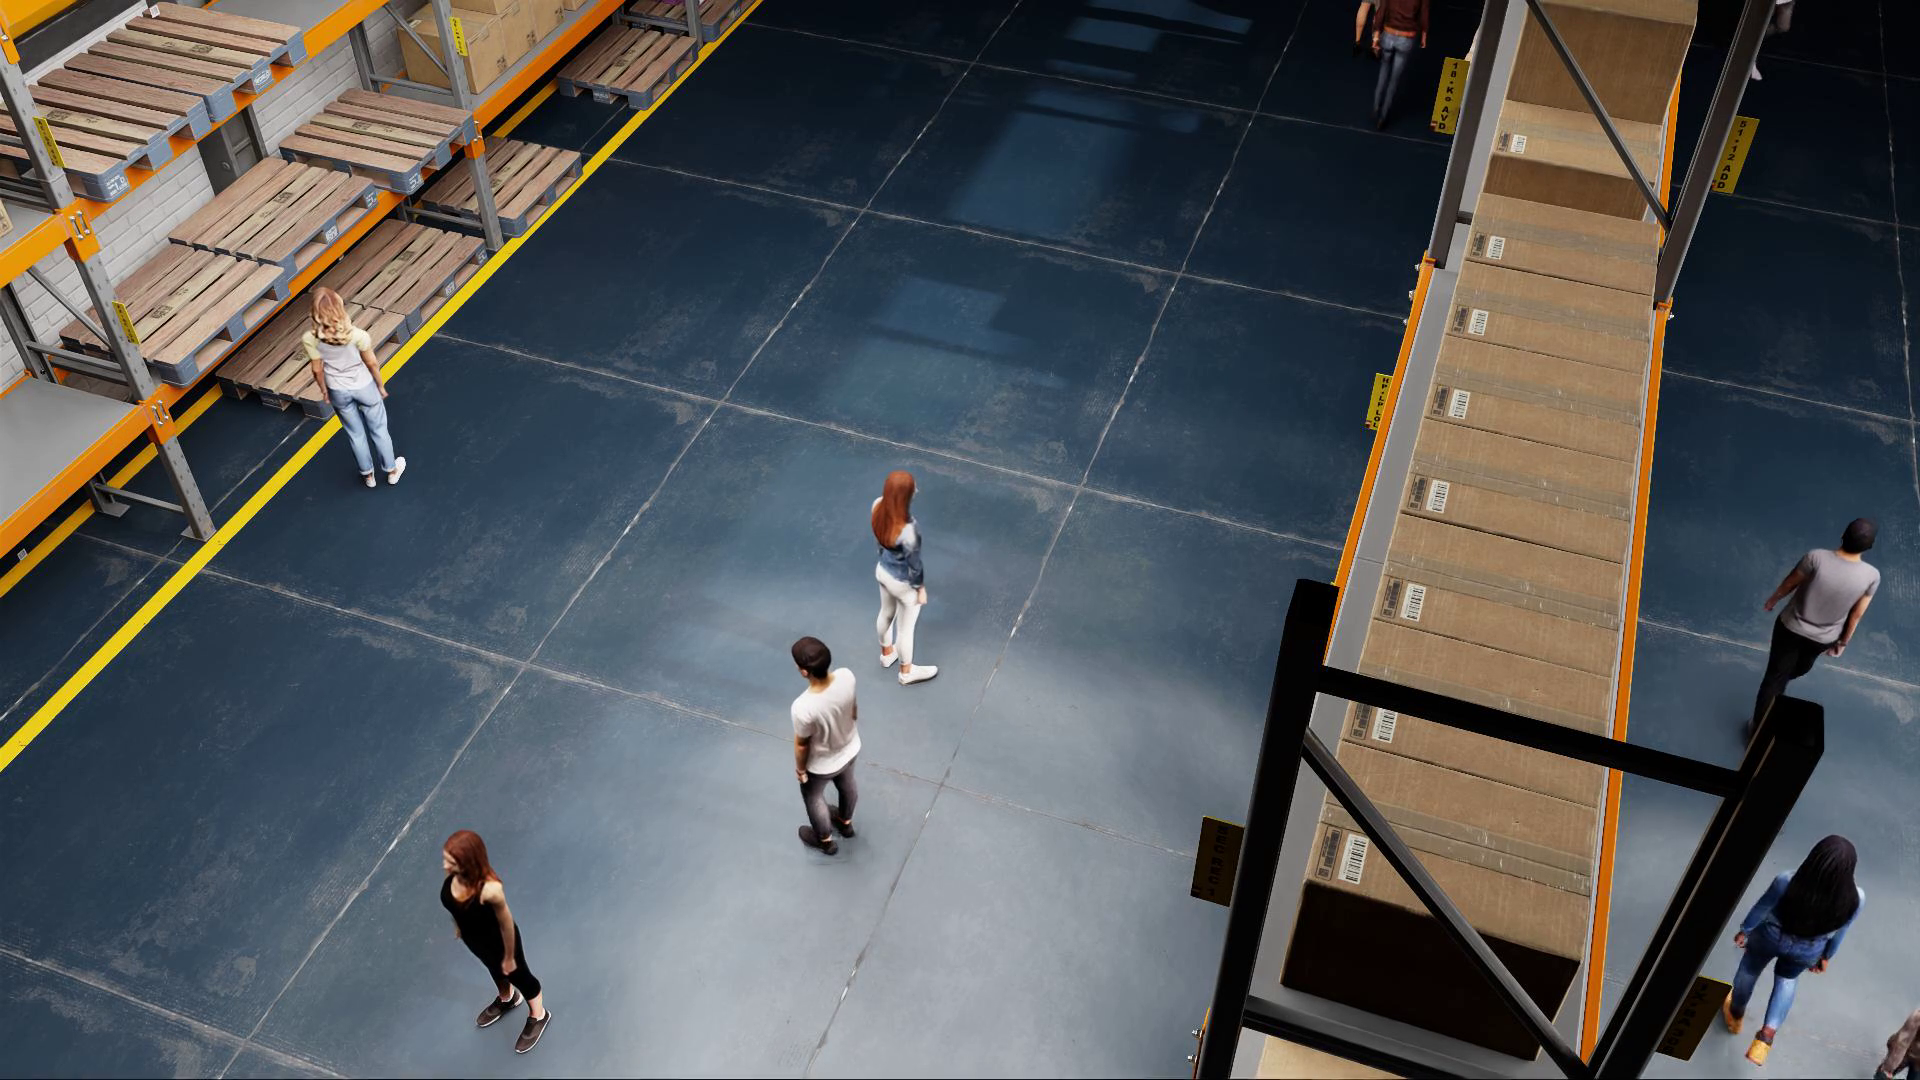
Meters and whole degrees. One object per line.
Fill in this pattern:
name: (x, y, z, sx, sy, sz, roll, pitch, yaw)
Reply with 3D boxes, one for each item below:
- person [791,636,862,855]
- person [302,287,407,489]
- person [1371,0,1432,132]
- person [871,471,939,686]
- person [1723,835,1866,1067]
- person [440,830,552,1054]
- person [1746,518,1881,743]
person: (-0.737, 1.213, 9.636, 0.793, 1.713, 0.667, 32, 52, 29)
person: (-4.392, -1.087, 12.043, 0.710, 1.723, 0.718, -7, 44, -8)
person: (4.148, -4.703, 15.810, 0.680, 1.763, 0.642, 20, 47, 19)
person: (-0.404, 0.245, 10.661, 0.709, 1.700, 0.689, -25, 49, -24)
person: (4.295, 2.183, 8.630, 0.613, 1.695, 0.818, 13, 45, 13)
person: (-2.457, 2.069, 8.728, 0.619, 1.726, 0.590, 26, 49, 24)
person: (5.234, 0.601, 10.279, 0.625, 1.712, 1.096, 14, 45, 14)
